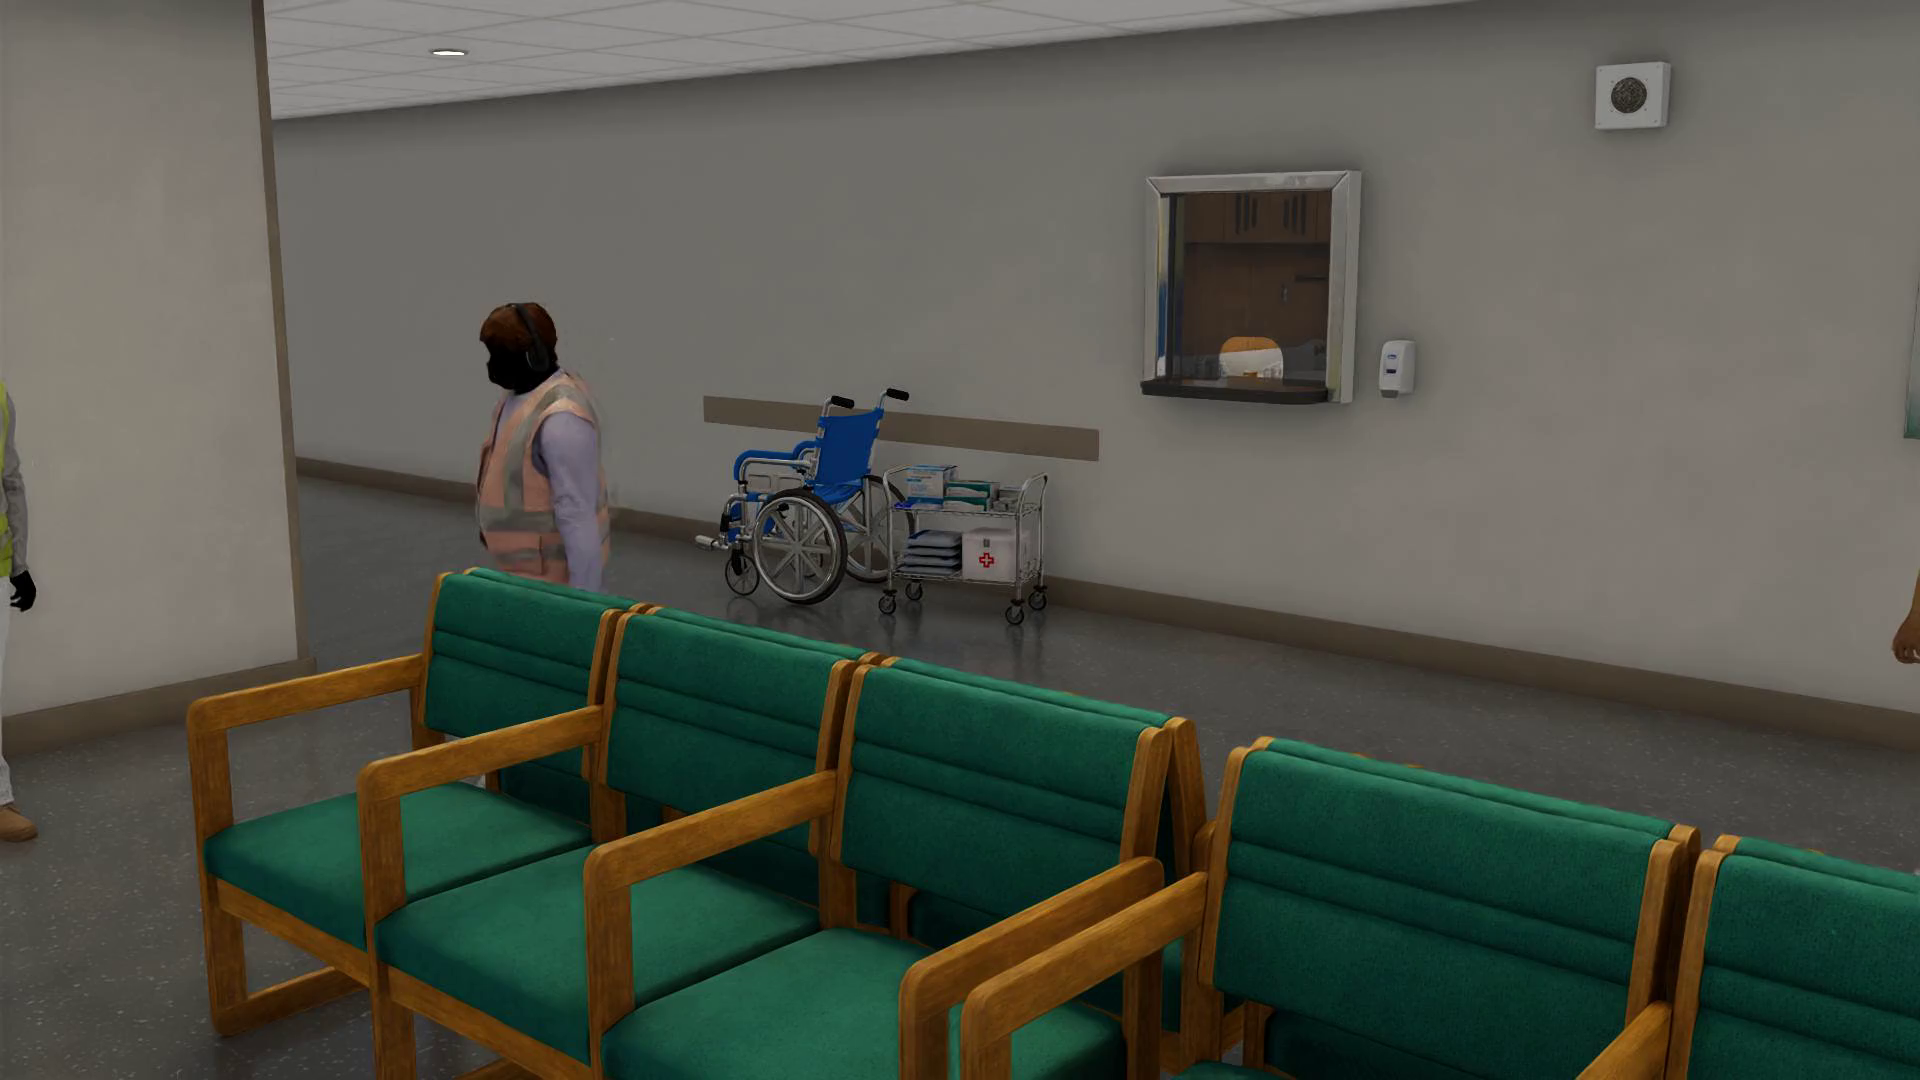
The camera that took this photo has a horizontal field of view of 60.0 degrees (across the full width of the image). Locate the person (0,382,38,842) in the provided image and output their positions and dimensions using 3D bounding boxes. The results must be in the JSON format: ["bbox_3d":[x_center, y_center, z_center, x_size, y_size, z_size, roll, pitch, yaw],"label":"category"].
[{"bbox_3d":[-3.290,0.113,5.344,0.430,1.844,0.624,7,12,36],"label":"person"}]

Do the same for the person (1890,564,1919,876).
[{"bbox_3d":[3.017,0.195,4.867,0.575,1.841,0.374,-3,10,-18],"label":"person"}]
